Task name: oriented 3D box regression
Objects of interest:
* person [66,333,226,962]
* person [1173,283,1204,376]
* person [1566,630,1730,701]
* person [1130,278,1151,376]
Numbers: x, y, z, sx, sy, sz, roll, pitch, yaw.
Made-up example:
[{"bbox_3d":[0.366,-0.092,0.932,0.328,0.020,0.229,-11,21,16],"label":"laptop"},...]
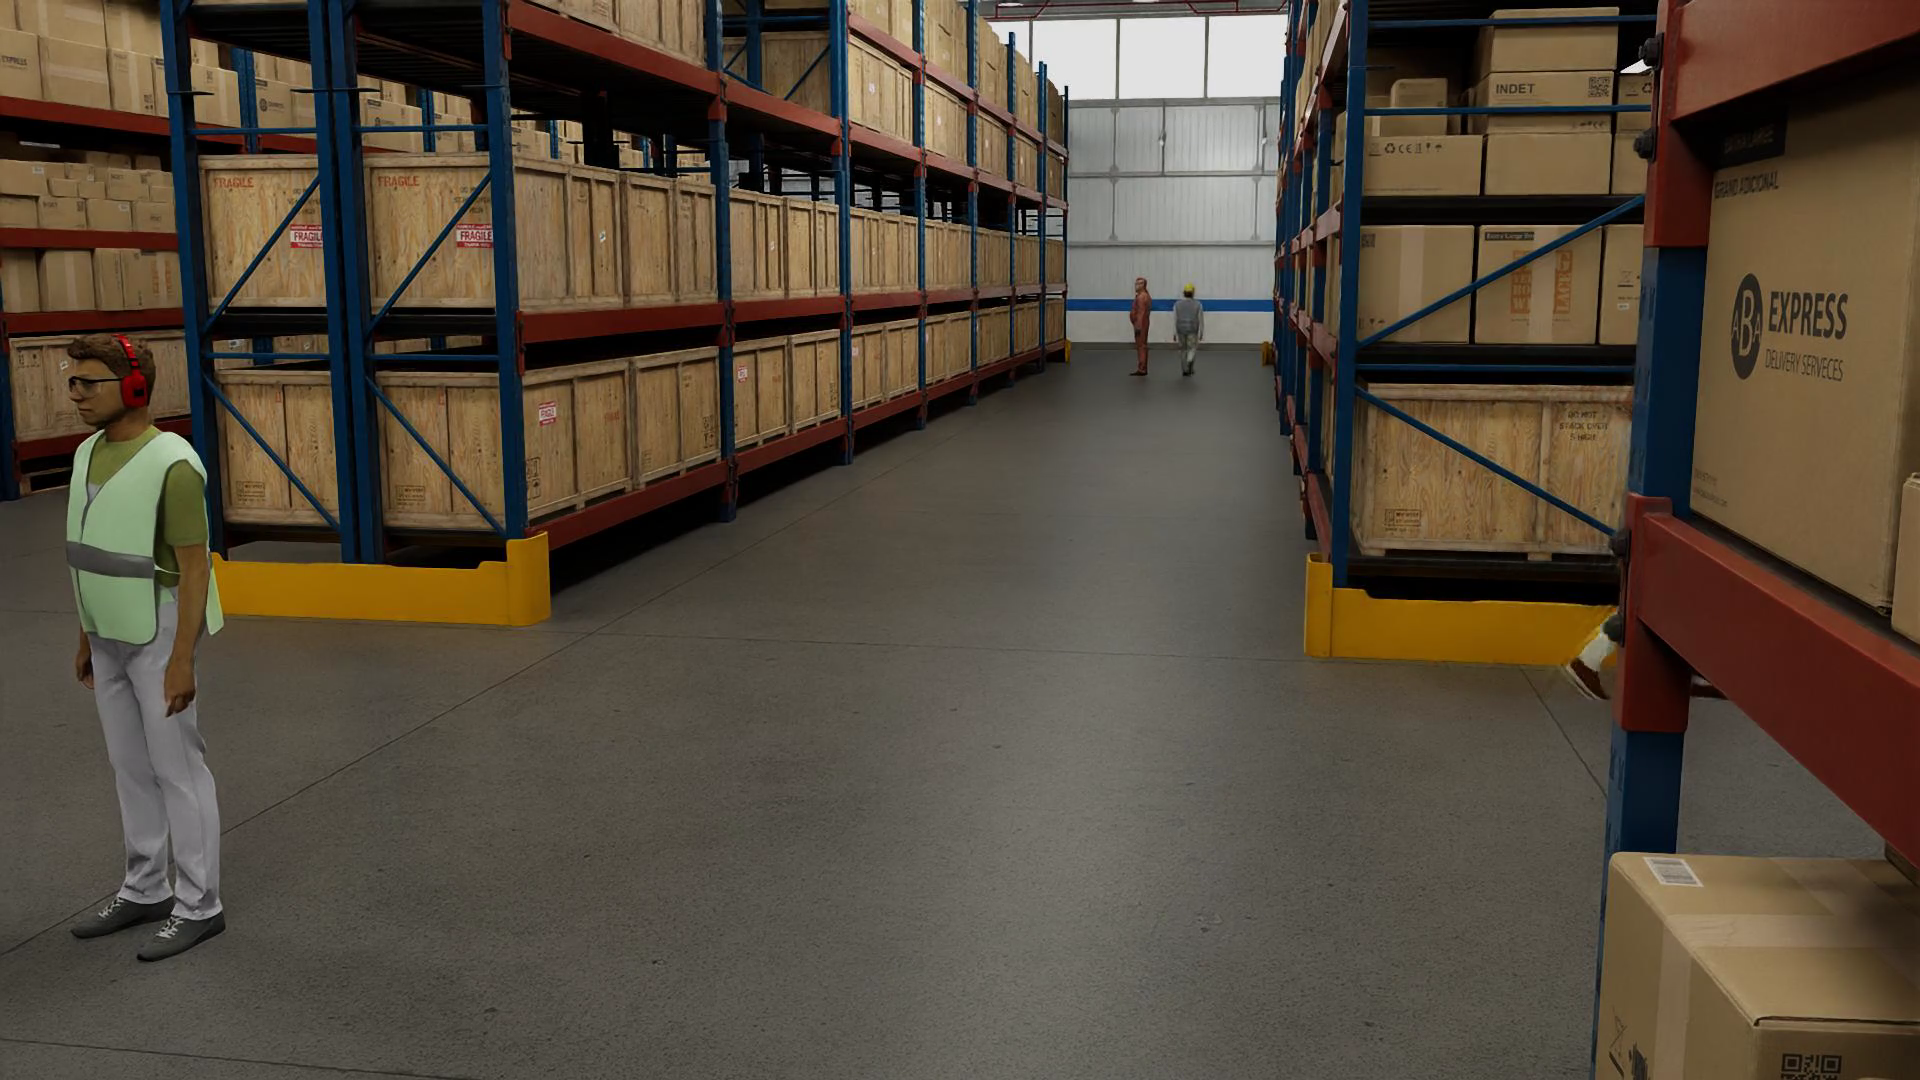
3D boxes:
[{"bbox_3d":[-2.431,0.309,4.967,0.566,1.846,0.389,6,11,32],"label":"person"},{"bbox_3d":[4.395,-4.050,32.095,0.603,1.815,0.510,3,10,17],"label":"person"},{"bbox_3d":[3.291,-0.024,7.781,0.799,1.598,0.509,2,9,12],"label":"person"},{"bbox_3d":[3.525,-4.175,32.587,0.409,1.910,0.651,2,9,15],"label":"person"}]
